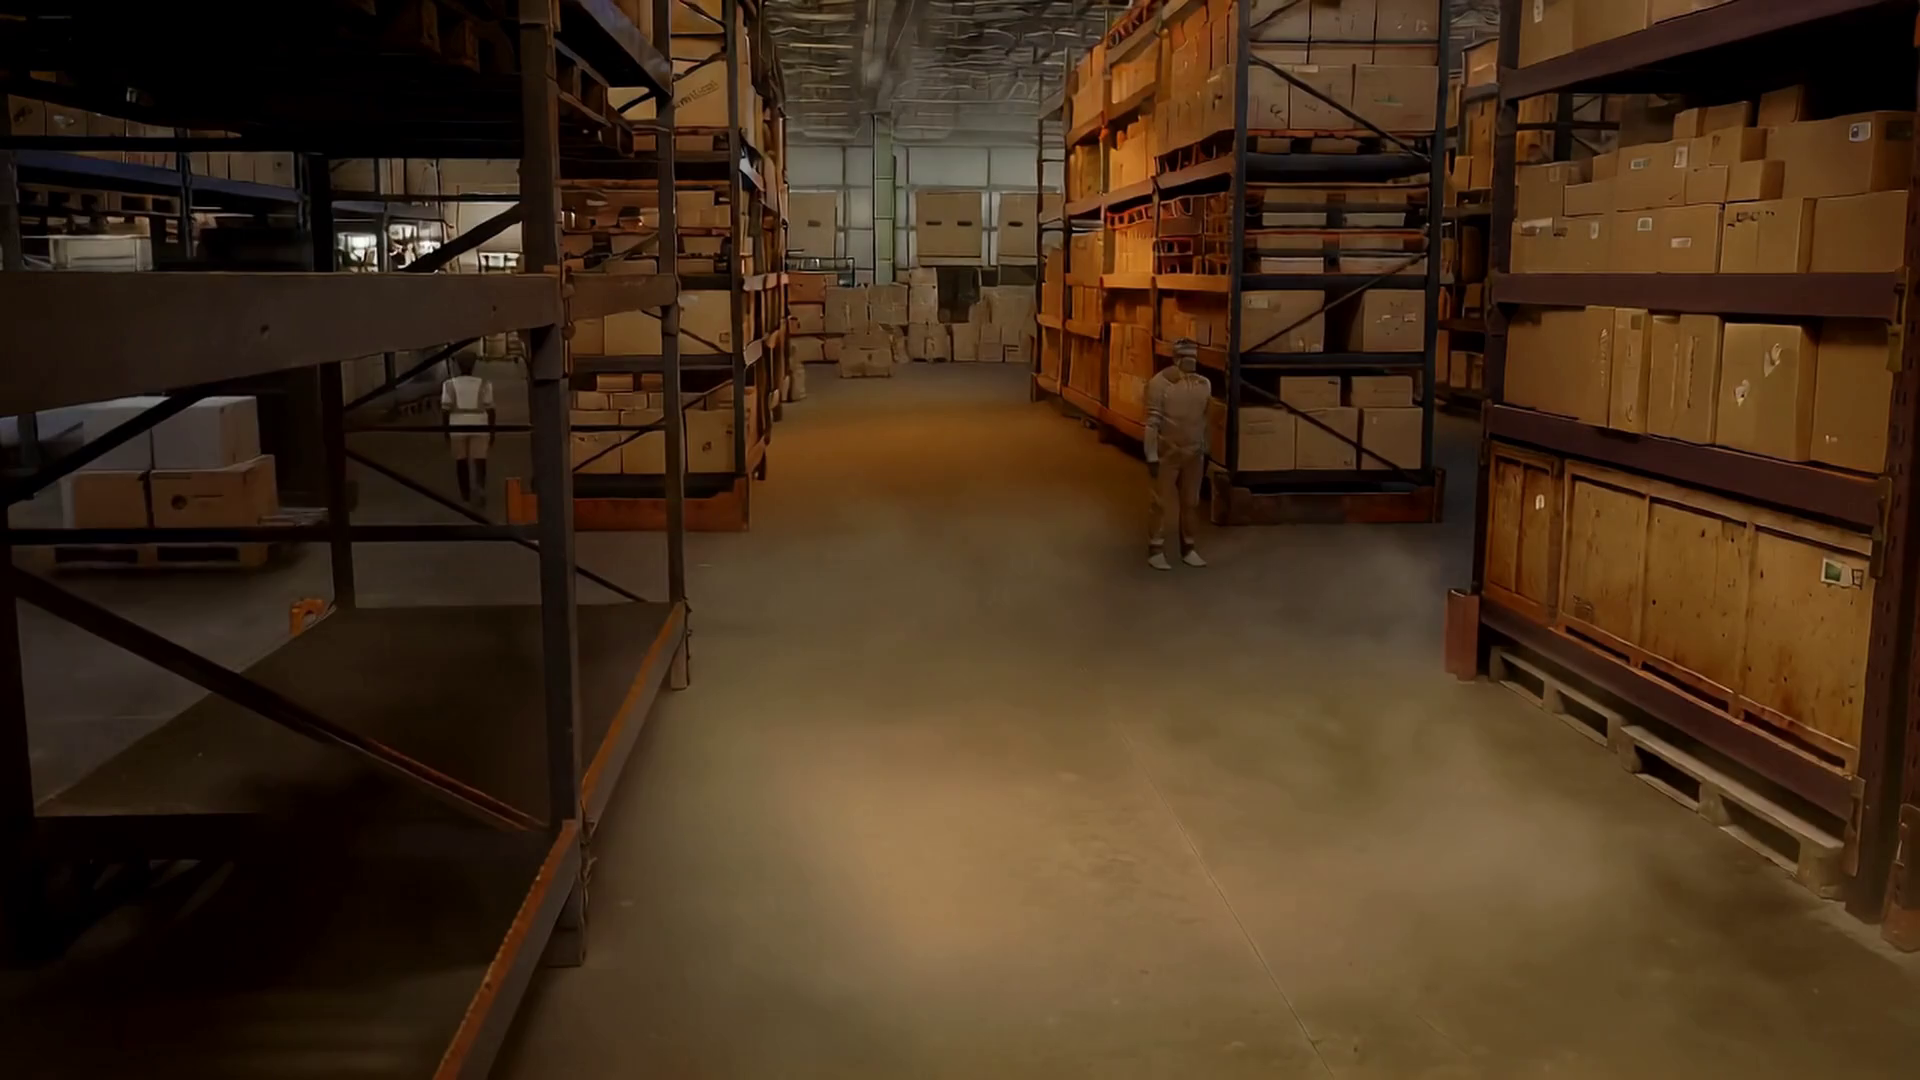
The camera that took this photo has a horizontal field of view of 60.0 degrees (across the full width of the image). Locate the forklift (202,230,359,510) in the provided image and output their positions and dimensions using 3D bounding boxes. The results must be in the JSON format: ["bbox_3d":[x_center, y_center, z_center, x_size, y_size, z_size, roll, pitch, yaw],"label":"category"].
[{"bbox_3d":[-6.600,-1.553,15.883,1.129,2.768,1.873,-1,9,-4],"label":"forklift"}]

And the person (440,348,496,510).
[{"bbox_3d":[-4.927,-1.083,16.690,0.542,1.684,0.566,-2,9,-14],"label":"person"}]

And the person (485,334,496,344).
[{"bbox_3d":[-16.568,-7.919,58.482,0.707,2.000,0.563,-3,10,-21],"label":"person"}]

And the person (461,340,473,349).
[{"bbox_3d":[-14.272,-6.154,47.887,0.574,1.886,0.360,-9,13,-44],"label":"person"}]

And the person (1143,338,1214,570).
[{"bbox_3d":[1.813,-0.705,13.646,0.648,1.900,0.400,-4,10,-24],"label":"person"}]
